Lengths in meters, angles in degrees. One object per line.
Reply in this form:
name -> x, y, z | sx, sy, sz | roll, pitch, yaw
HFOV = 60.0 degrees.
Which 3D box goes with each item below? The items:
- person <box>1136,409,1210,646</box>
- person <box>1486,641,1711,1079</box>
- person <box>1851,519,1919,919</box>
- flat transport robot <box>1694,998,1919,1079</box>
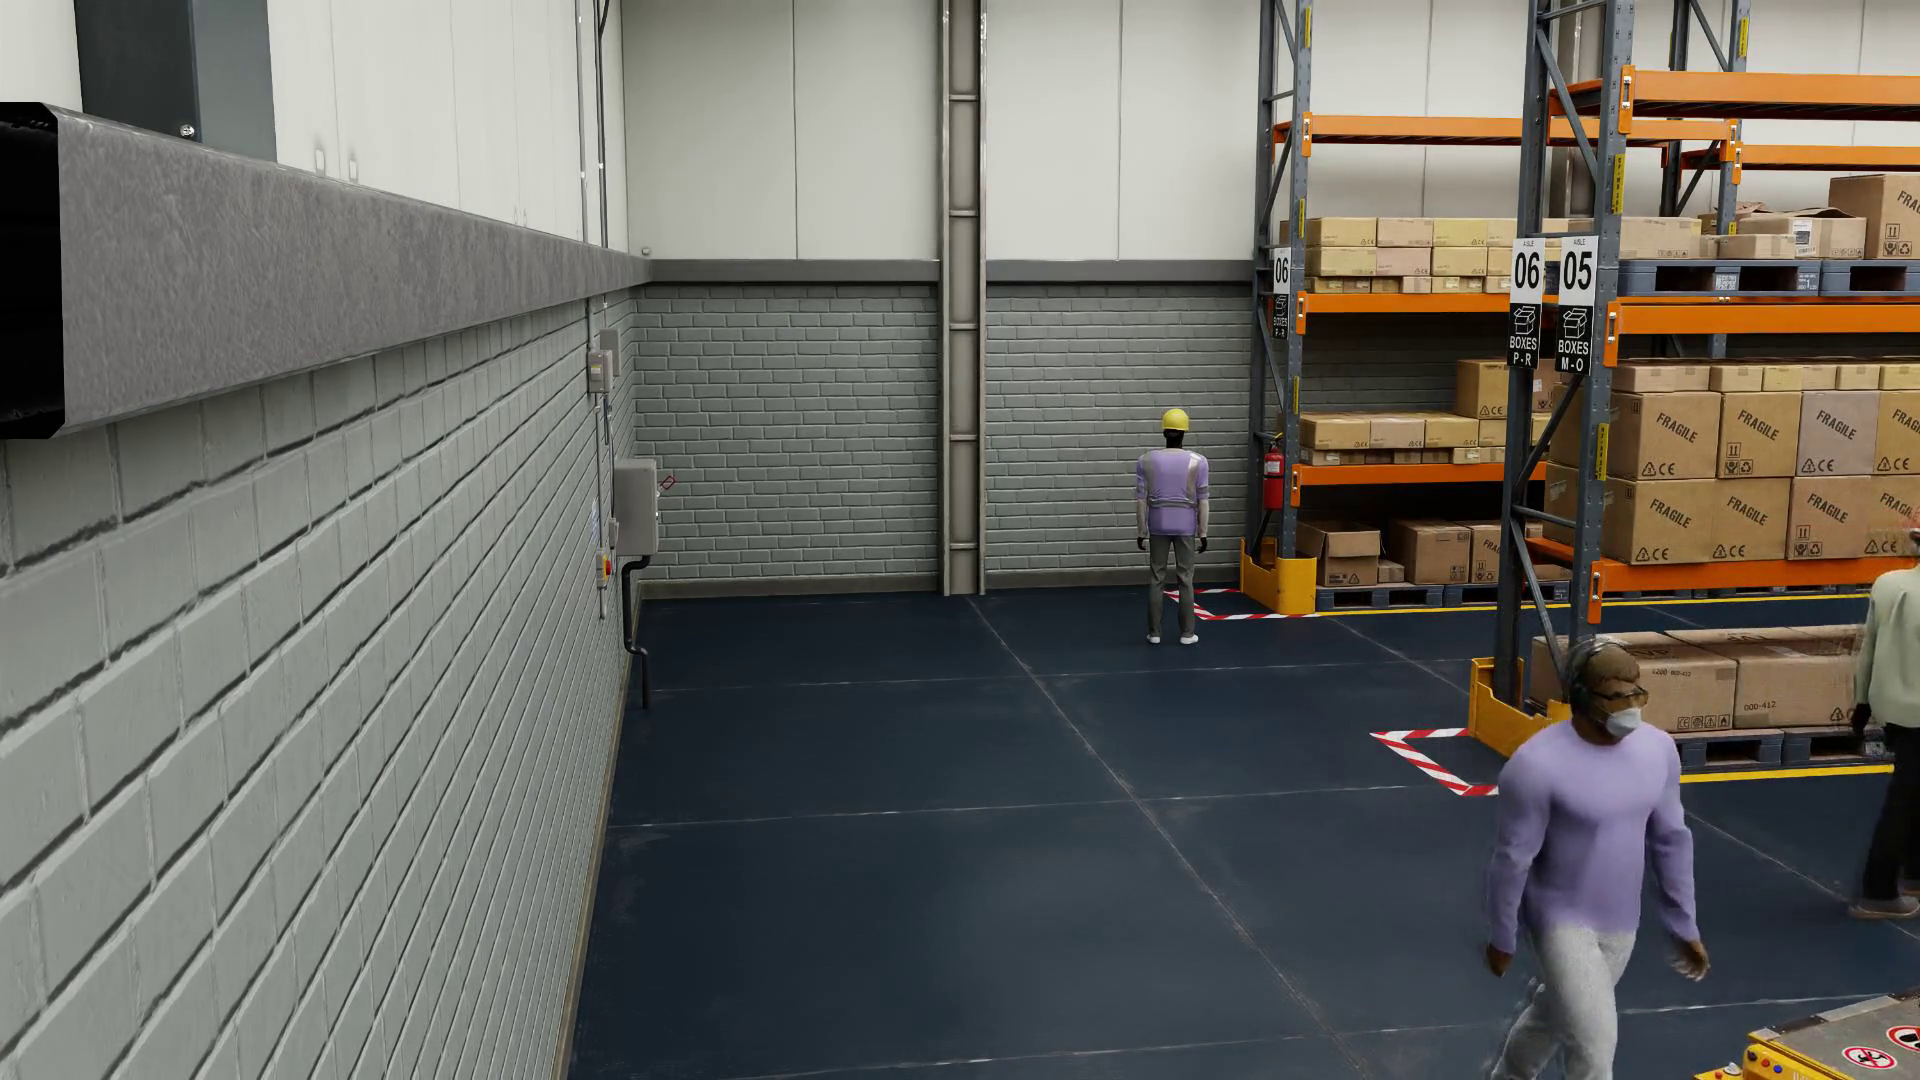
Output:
person -> 1.718, -0.099, 13.454 | 0.593, 1.926, 0.366 | 2, 9, 11
person -> 2.012, 1.238, 5.363 | 0.639, 1.893, 1.012 | -4, 10, -24
person -> 4.568, 0.804, 7.737 | 0.762, 1.968, 0.660 | -1, 9, -9
flat transport robot -> 3.447, 1.928, 6.048 | 1.431, 0.197, 0.652 | -4, 10, -25
